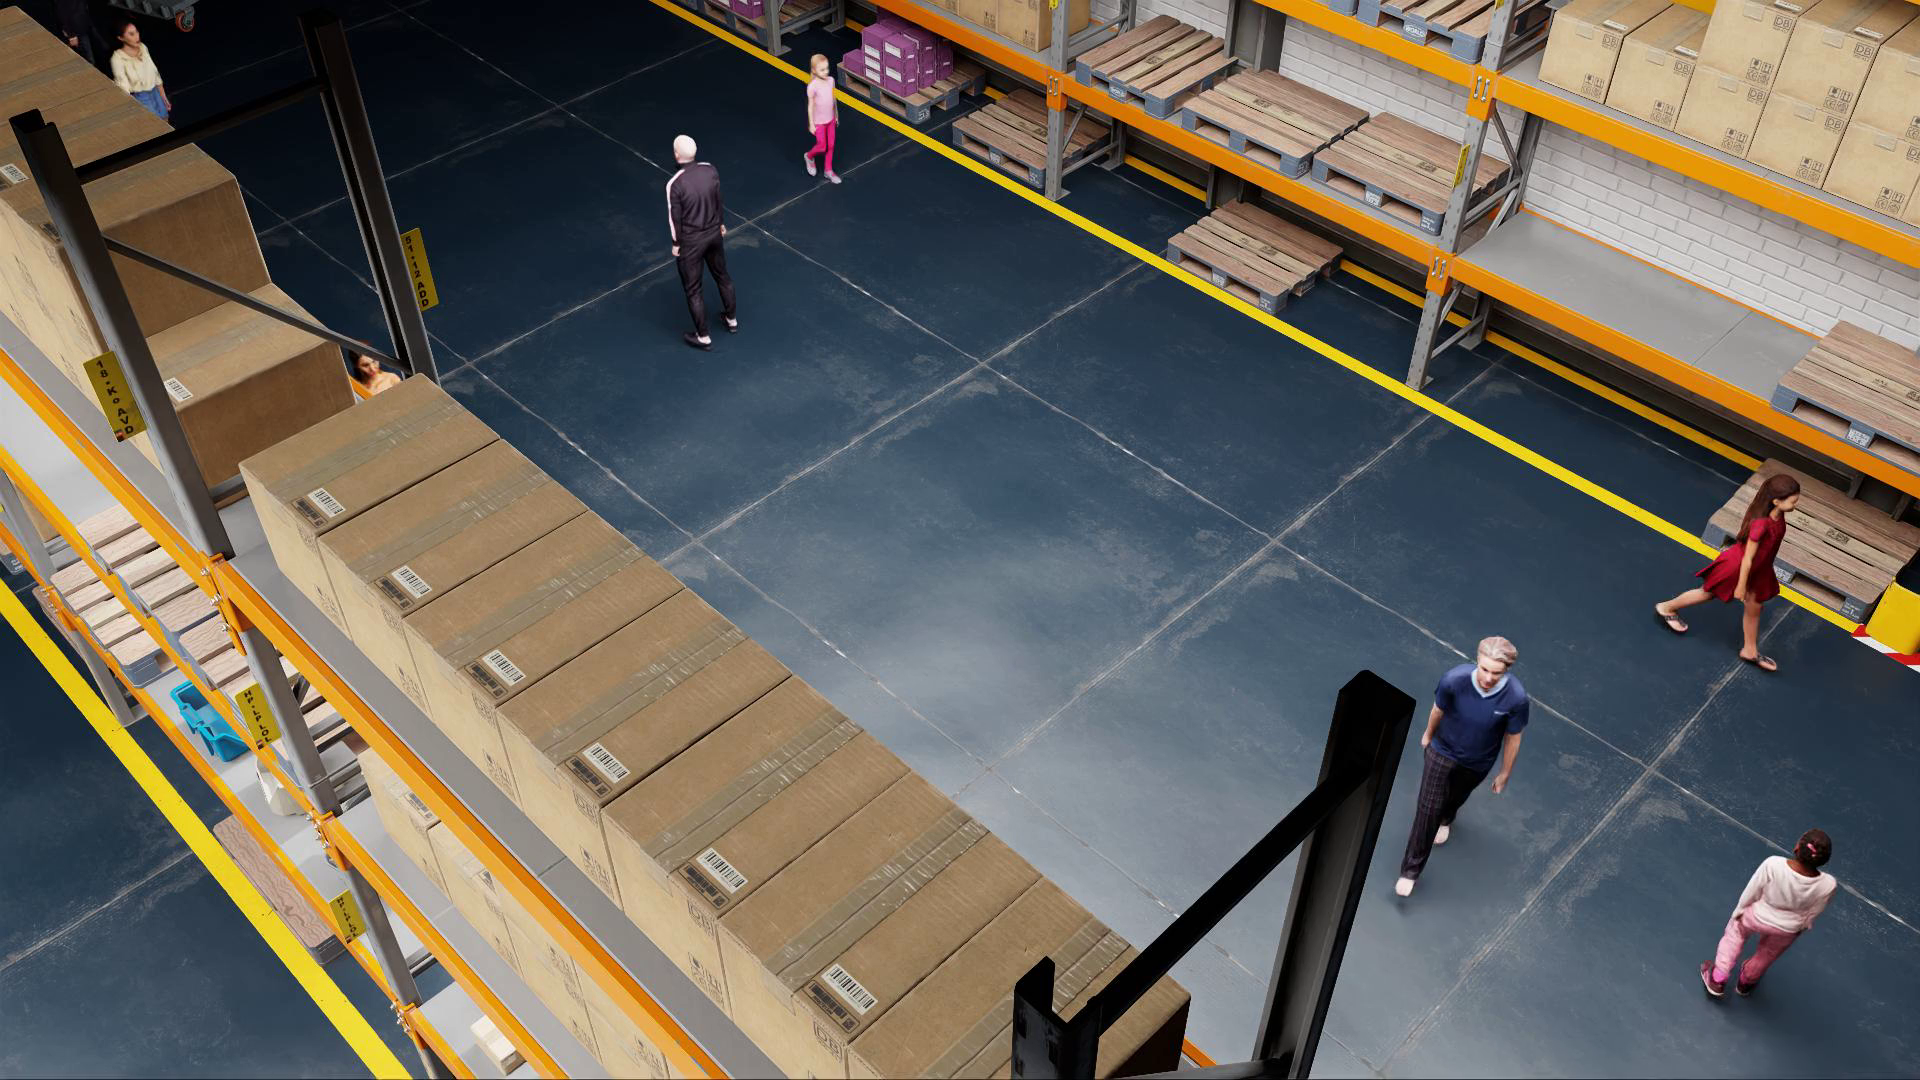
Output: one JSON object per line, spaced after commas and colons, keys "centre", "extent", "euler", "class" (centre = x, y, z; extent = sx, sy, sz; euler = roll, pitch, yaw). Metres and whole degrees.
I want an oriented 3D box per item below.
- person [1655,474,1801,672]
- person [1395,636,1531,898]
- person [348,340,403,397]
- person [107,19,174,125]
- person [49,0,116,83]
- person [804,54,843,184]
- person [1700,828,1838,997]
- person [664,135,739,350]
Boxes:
{"centre": [5.084, 0.147, 10.951], "extent": [1.074, 1.516, 0.544], "euler": [33, 52, 30], "class": "person"}
{"centre": [2.934, 1.162, 9.649], "extent": [1.087, 1.842, 1.019], "euler": [14, 45, 14], "class": "person"}
{"centre": [-4.002, -0.666, 11.612], "extent": [0.634, 1.781, 1.116], "euler": [-33, 53, -30], "class": "person"}
{"centre": [-7.503, -3.987, 15.214], "extent": [0.822, 1.621, 0.782], "euler": [11, 45, 11], "class": "person"}
{"centre": [-8.724, -5.060, 16.212], "extent": [1.064, 1.796, 1.102], "euler": [-11, 45, -11], "class": "person"}
{"centre": [-1.305, -3.926, 15.410], "extent": [0.634, 1.261, 0.481], "euler": [34, 53, 30], "class": "person"}
{"centre": [4.410, 2.056, 8.997], "extent": [0.624, 1.448, 0.687], "euler": [23, 48, 22], "class": "person"}
{"centre": [-2.086, -2.405, 13.403], "extent": [0.597, 1.828, 0.690], "euler": [30, 51, 28], "class": "person"}
